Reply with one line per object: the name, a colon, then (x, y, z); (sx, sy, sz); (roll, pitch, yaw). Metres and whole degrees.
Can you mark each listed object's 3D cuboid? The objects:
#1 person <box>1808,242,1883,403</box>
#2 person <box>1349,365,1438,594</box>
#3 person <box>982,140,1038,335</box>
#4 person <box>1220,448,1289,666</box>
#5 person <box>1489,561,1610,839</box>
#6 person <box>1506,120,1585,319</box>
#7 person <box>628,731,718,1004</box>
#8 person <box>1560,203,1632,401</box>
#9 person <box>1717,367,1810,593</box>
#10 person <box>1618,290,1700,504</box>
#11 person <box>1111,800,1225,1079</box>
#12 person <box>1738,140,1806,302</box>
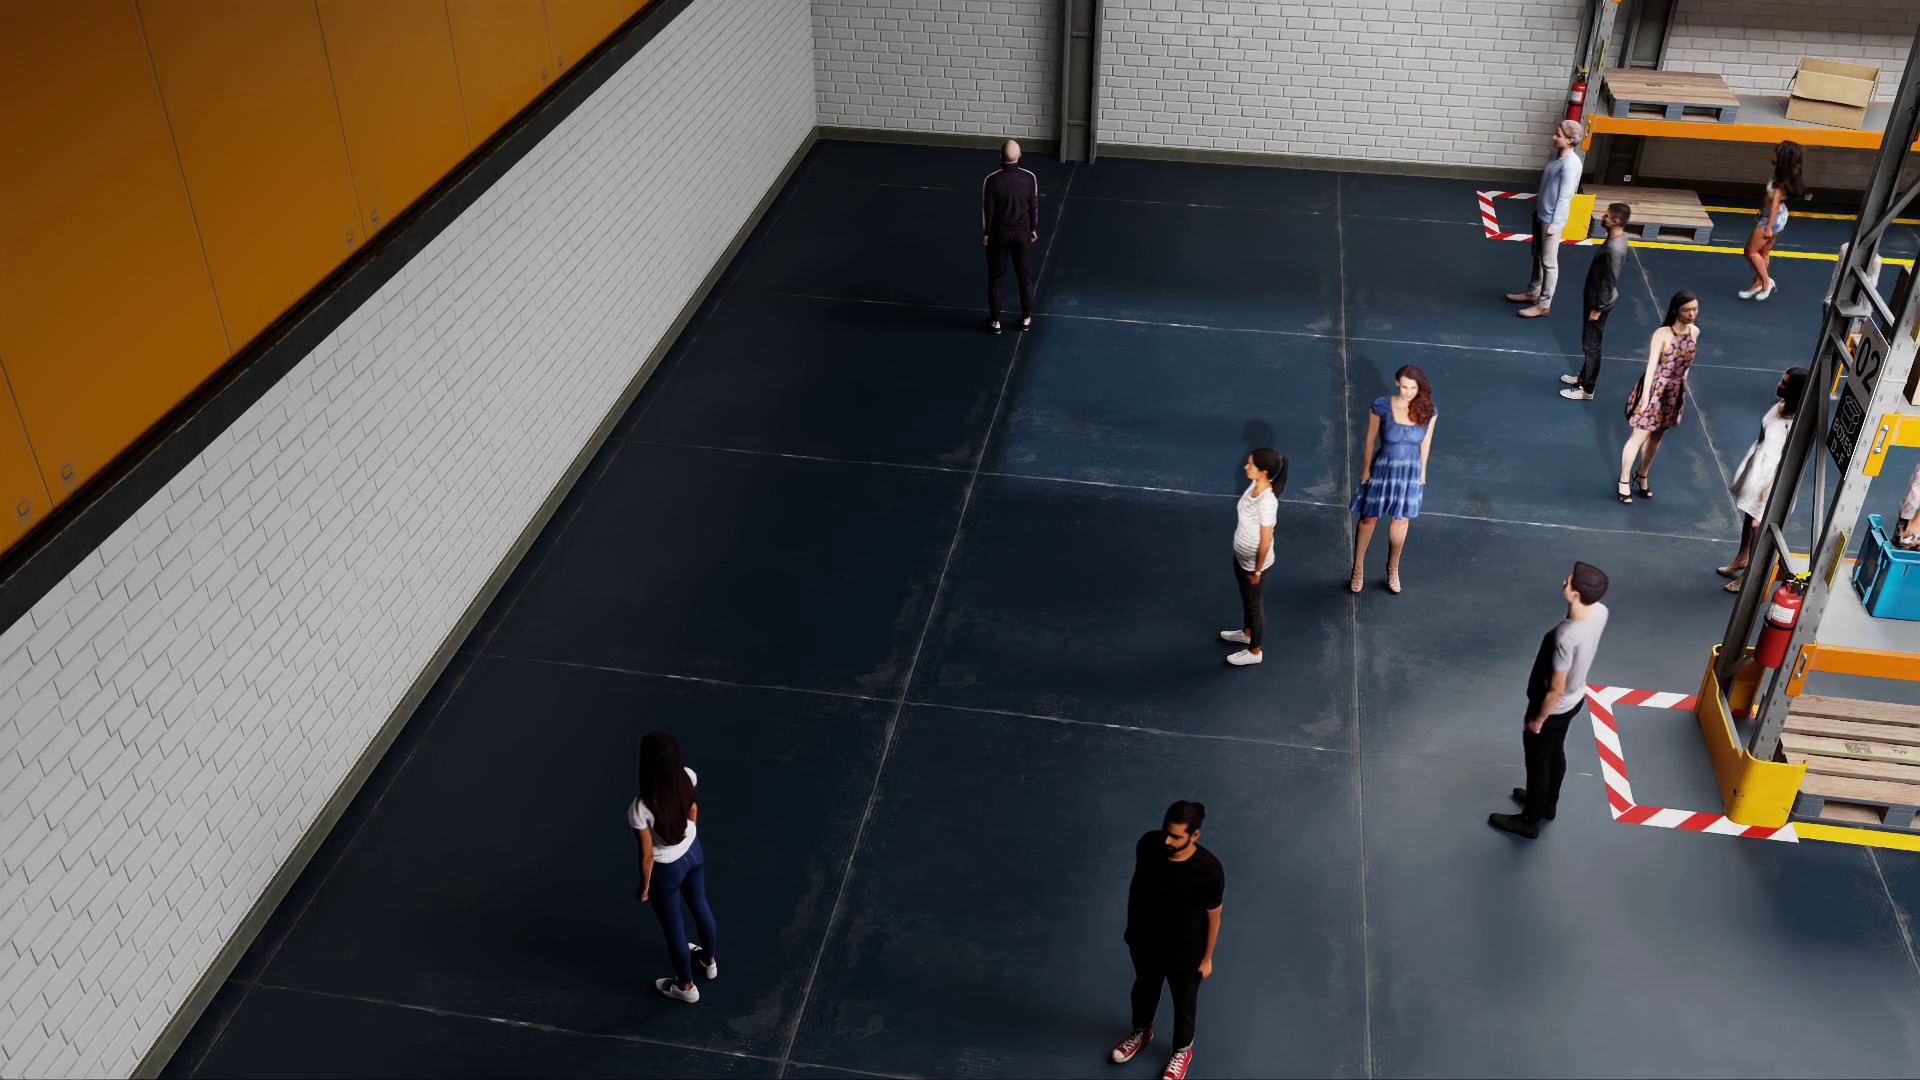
person: (7.397, -1.898, 14.015); (0.960, 1.760, 0.811); (-9, 35, -13)
person: (3.055, -0.419, 11.747); (0.553, 1.806, 0.759); (1, 34, 1)
person: (0.458, -2.774, 15.262); (0.647, 1.837, 0.803); (-6, 34, -9)
person: (1.968, 0.099, 11.113); (0.573, 1.646, 0.605); (0, 34, 0)
person: (3.464, 0.939, 9.653); (0.744, 1.863, 0.751); (27, 42, 34)
person: (5.542, -3.026, 15.590); (0.642, 1.894, 0.694); (0, 34, -1)
person: (-1.472, 1.687, 8.607); (0.650, 1.774, 0.662); (21, 39, 28)
person: (5.477, -2.046, 14.237); (0.587, 1.760, 0.658); (12, 36, 18)
person: (5.718, -0.429, 11.791); (0.609, 1.774, 0.631); (5, 34, 8)
person: (5.388, -1.096, 12.796); (0.774, 1.774, 0.855); (-12, 35, -17)
person: (1.038, 1.964, 8.206); (0.647, 1.758, 0.775); (20, 39, 28)
person: (7.777, -2.997, 15.798); (0.680, 1.616, 0.644); (15, 36, 21)
